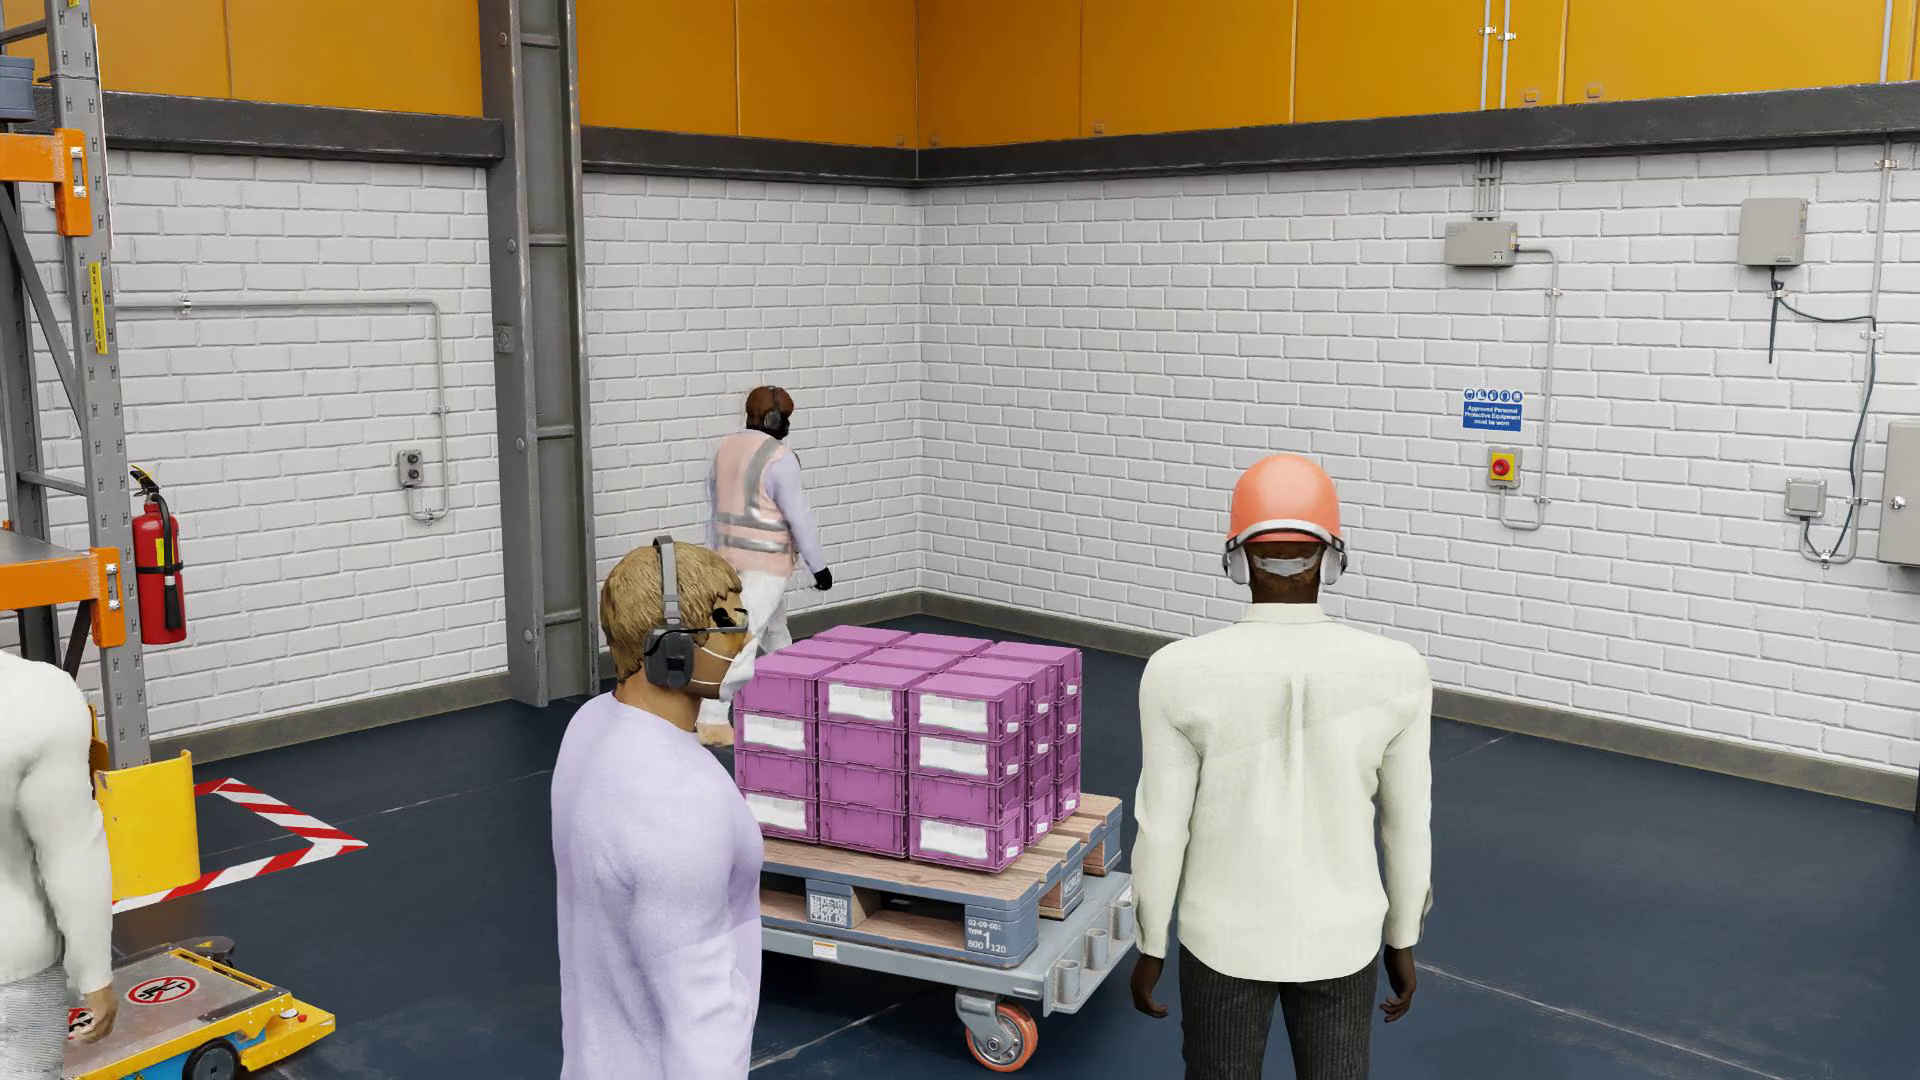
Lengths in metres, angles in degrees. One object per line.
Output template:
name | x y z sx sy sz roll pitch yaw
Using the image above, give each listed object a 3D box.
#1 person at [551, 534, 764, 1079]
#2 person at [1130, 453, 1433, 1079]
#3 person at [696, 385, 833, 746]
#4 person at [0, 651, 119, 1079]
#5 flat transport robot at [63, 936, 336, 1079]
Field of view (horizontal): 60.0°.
person | -0.481 0.949 2.802 0.359 1.938 0.635 -4 10 -25
person | 0.657 0.815 3.466 0.623 1.989 0.400 0 9 -2
person | -0.989 0.118 8.413 0.996 1.786 0.670 -7 12 -37
person | -2.020 0.877 3.305 0.633 1.922 0.504 -1 9 -7
flat transport robot | -2.571 1.479 4.655 0.652 0.197 1.431 6 11 34
